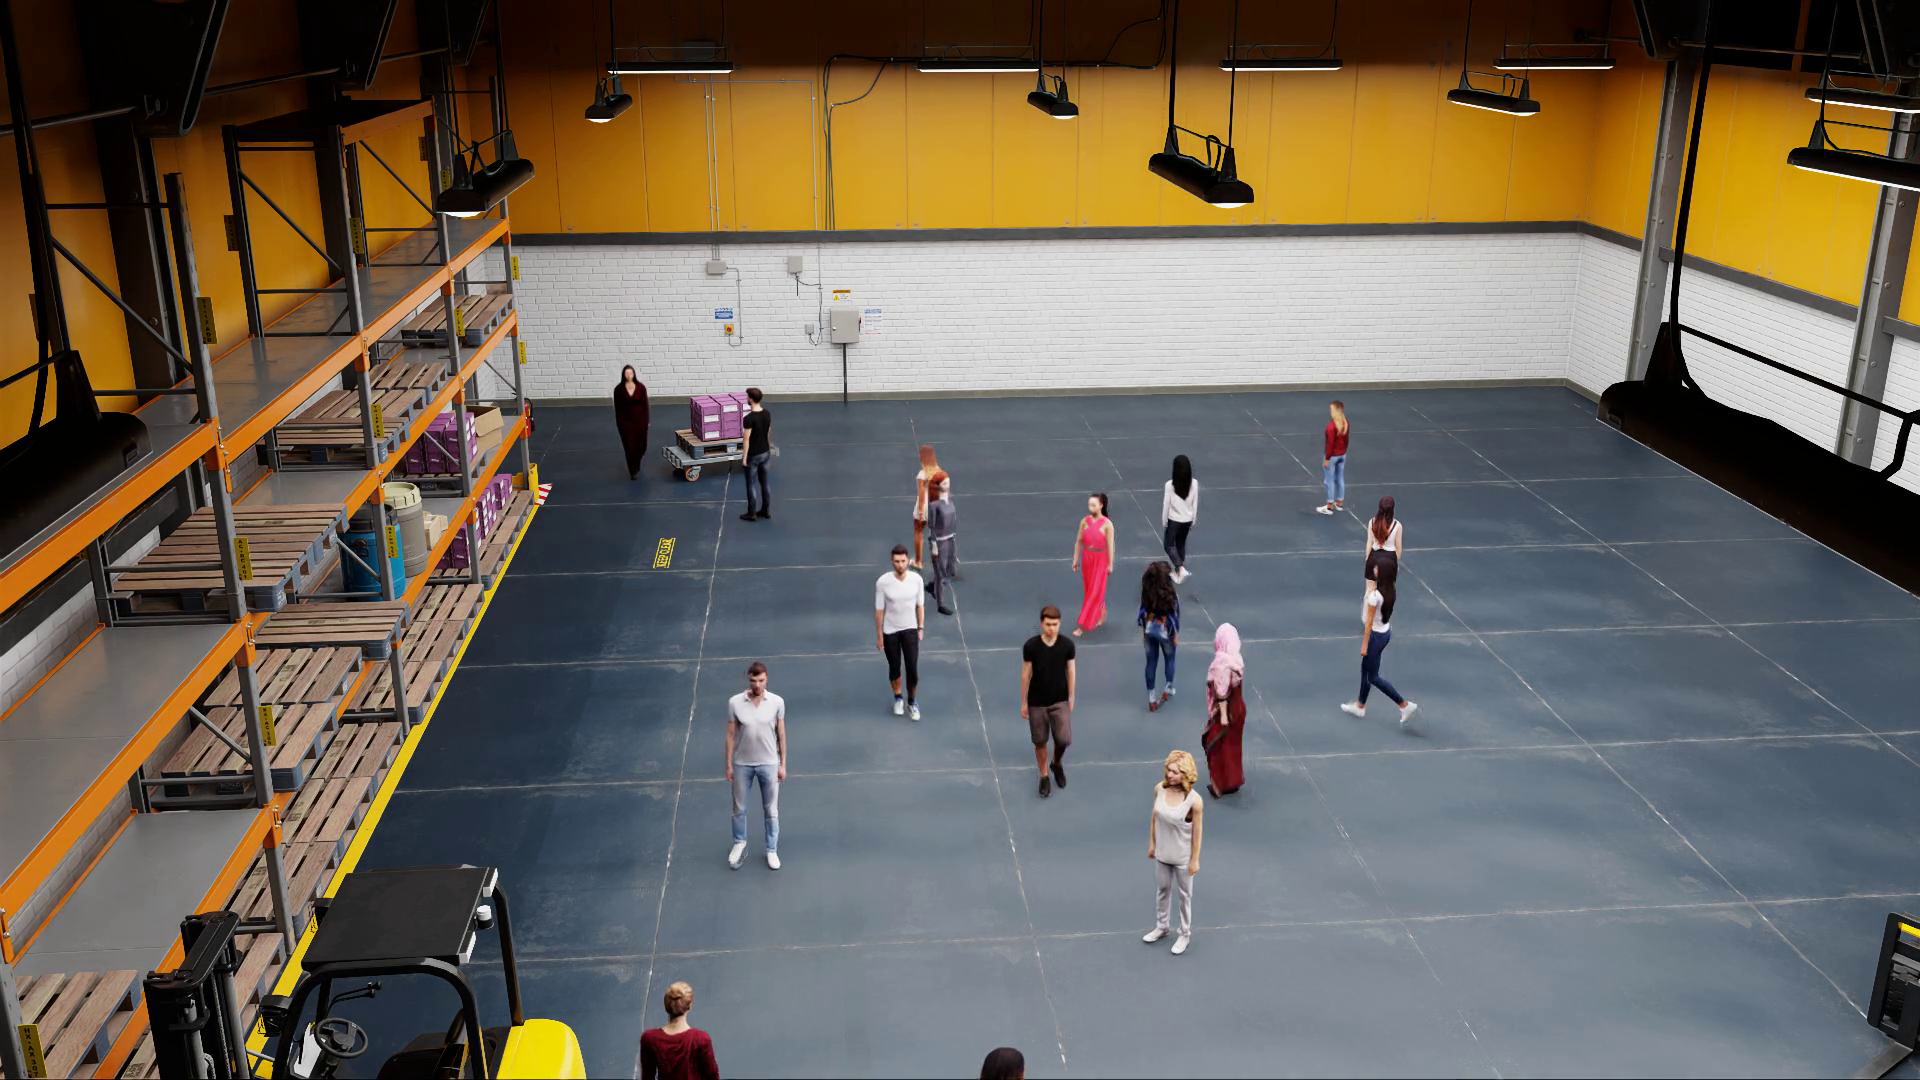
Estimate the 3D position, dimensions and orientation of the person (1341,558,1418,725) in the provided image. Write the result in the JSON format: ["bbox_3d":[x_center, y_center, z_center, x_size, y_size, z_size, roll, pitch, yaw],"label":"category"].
[{"bbox_3d":[4.285,1.051,16.772,1.081,1.753,1.055,13,23,34],"label":"person"}]

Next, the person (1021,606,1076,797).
[{"bbox_3d":[0.815,1.449,15.434,0.680,1.852,0.684,0,19,0],"label":"person"}]

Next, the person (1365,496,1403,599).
[{"bbox_3d":[4.869,0.284,19.212,0.608,1.648,0.615,5,19,15],"label":"person"}]

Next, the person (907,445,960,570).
[{"bbox_3d":[-0.338,-0.376,21.132,1.097,1.674,1.008,16,24,39],"label":"person"}]

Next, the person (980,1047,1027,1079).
[{"bbox_3d":[0.234,3.586,9.297,0.808,1.719,0.633,-7,20,-20],"label":"person"}]

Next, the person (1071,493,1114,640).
[{"bbox_3d":[1.596,0.277,19.184,1.054,1.679,1.178,13,22,33],"label":"person"}]

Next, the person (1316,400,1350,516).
[{"bbox_3d":[5.314,-1.181,23.585,0.676,1.634,0.696,-15,24,-38],"label":"person"}]

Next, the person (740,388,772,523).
[{"bbox_3d":[-2.796,-1.202,23.244,0.855,1.892,0.795,15,24,38],"label":"person"}]

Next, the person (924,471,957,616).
[{"bbox_3d":[-0.274,0.025,19.804,0.848,1.762,0.794,12,22,32],"label":"person"}]

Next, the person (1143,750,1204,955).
[{"bbox_3d":[1.686,2.395,12.910,0.679,1.670,0.744,16,24,39],"label":"person"}]

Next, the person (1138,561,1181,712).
[{"bbox_3d":[2.029,1.003,17.148,0.812,1.604,0.883,9,21,24],"label":"person"}]

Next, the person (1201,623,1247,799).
[{"bbox_3d":[2.511,1.595,15.397,0.904,1.598,0.827,7,20,19],"label":"person"}]

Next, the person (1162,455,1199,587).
[{"bbox_3d":[2.758,-0.209,20.620,0.751,1.684,0.935,-7,20,-19],"label":"person"}]

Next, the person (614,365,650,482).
[{"bbox_3d":[-4.987,-1.807,25.279,0.789,1.738,1.053,-6,19,-16],"label":"person"}]

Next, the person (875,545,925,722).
[{"bbox_3d":[-0.624,0.901,17.083,0.646,1.837,0.707,-1,19,-4],"label":"person"}]

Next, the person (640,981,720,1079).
[{"bbox_3d":[-1.665,3.417,9.862,0.694,1.677,0.976,1,19,2],"label":"person"}]

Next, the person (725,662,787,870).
[{"bbox_3d":[-1.747,1.886,14.125,0.677,1.858,0.678,-1,19,-4],"label":"person"}]
